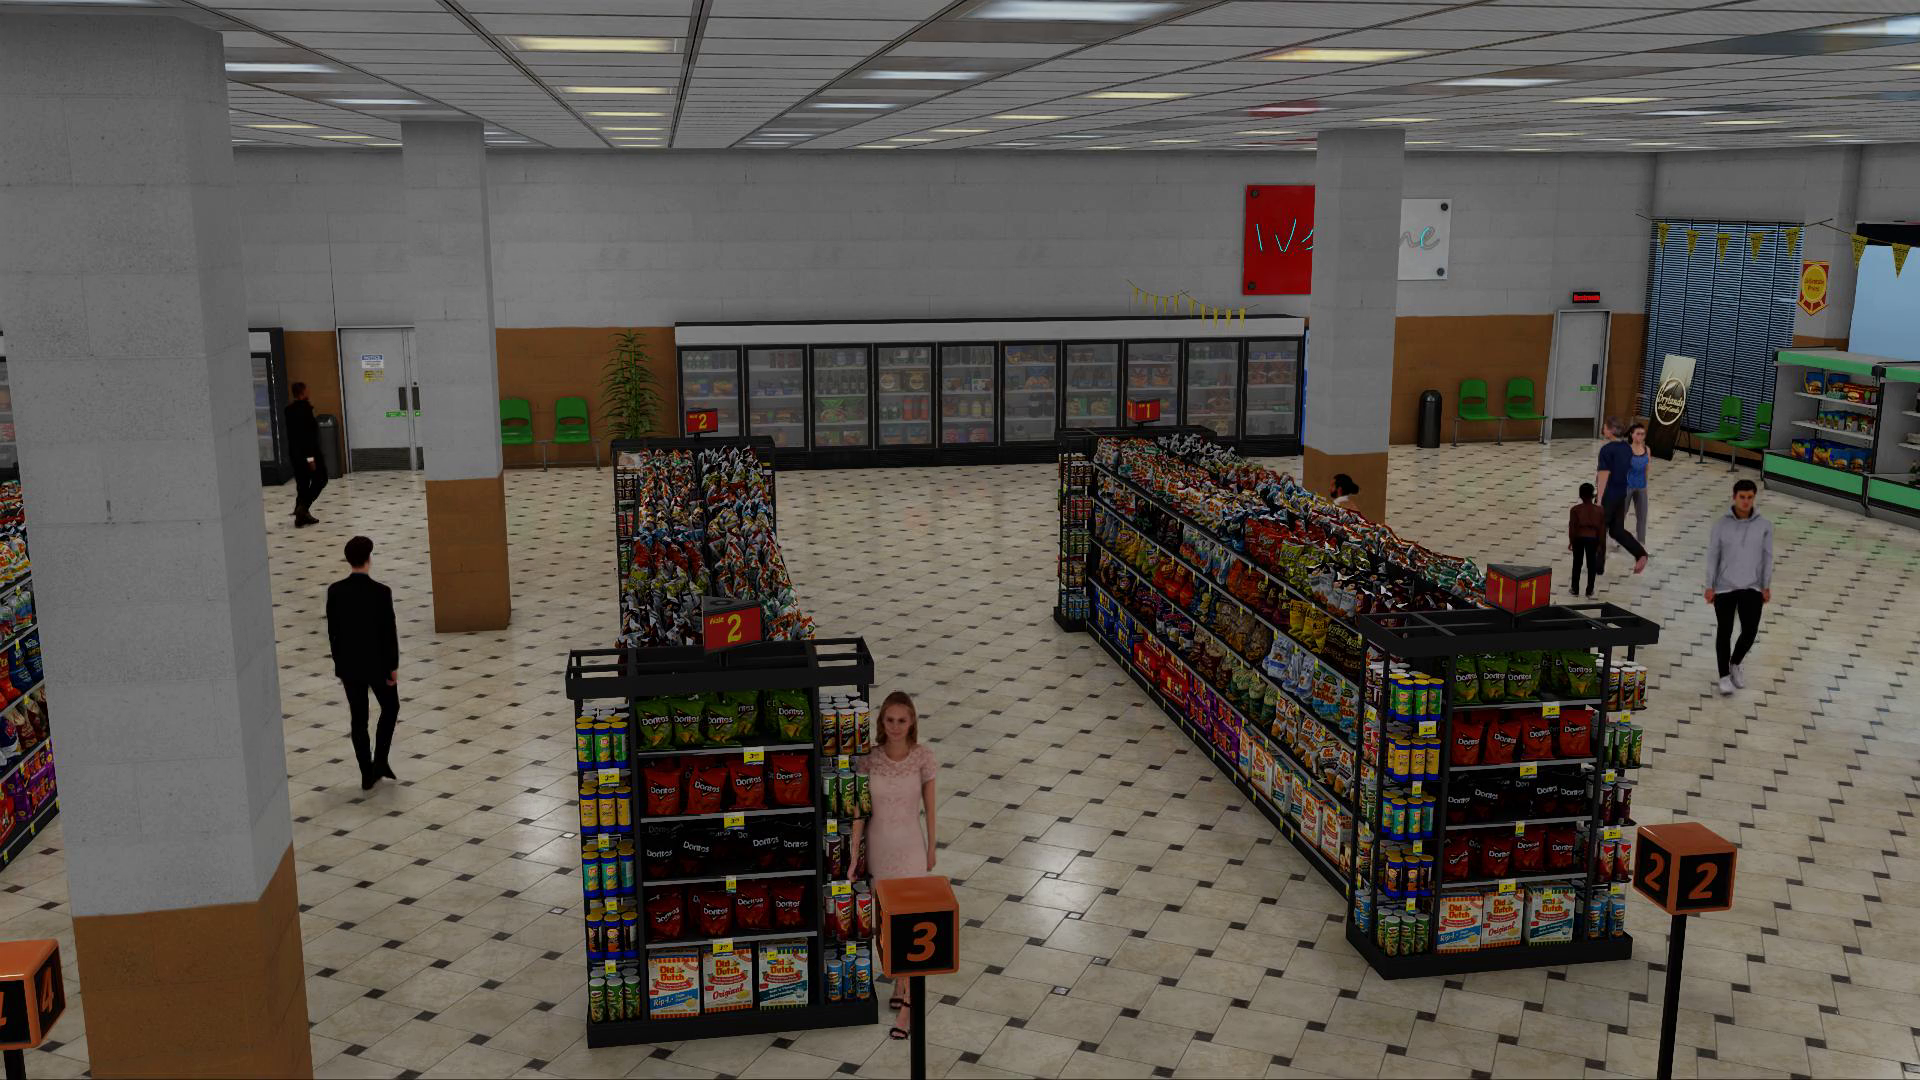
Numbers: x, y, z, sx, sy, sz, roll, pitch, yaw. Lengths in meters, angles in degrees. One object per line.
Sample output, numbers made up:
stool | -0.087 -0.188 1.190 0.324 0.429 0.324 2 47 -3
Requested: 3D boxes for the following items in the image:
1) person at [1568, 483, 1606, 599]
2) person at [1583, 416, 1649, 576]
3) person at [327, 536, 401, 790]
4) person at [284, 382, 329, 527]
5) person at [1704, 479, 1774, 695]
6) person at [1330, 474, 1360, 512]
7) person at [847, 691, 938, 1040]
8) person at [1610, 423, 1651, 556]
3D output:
person | 6.813 -0.002 18.132 0.582 1.253 0.572 2 12 12
person | 7.466 -0.455 18.848 0.885 1.844 1.082 -7 14 -31
person | -4.387 0.929 12.187 0.730 1.881 0.703 0 12 -1
person | -8.686 -1.107 21.825 0.865 1.894 0.932 9 15 37
person | 6.827 0.392 14.642 0.831 1.919 0.853 3 12 16
person | 3.606 0.244 15.751 0.816 1.753 0.714 4 13 20
person | -0.336 1.665 8.874 0.786 1.806 0.979 2 12 10
person | 8.168 -0.623 20.307 0.677 1.572 1.087 -1 12 -3
